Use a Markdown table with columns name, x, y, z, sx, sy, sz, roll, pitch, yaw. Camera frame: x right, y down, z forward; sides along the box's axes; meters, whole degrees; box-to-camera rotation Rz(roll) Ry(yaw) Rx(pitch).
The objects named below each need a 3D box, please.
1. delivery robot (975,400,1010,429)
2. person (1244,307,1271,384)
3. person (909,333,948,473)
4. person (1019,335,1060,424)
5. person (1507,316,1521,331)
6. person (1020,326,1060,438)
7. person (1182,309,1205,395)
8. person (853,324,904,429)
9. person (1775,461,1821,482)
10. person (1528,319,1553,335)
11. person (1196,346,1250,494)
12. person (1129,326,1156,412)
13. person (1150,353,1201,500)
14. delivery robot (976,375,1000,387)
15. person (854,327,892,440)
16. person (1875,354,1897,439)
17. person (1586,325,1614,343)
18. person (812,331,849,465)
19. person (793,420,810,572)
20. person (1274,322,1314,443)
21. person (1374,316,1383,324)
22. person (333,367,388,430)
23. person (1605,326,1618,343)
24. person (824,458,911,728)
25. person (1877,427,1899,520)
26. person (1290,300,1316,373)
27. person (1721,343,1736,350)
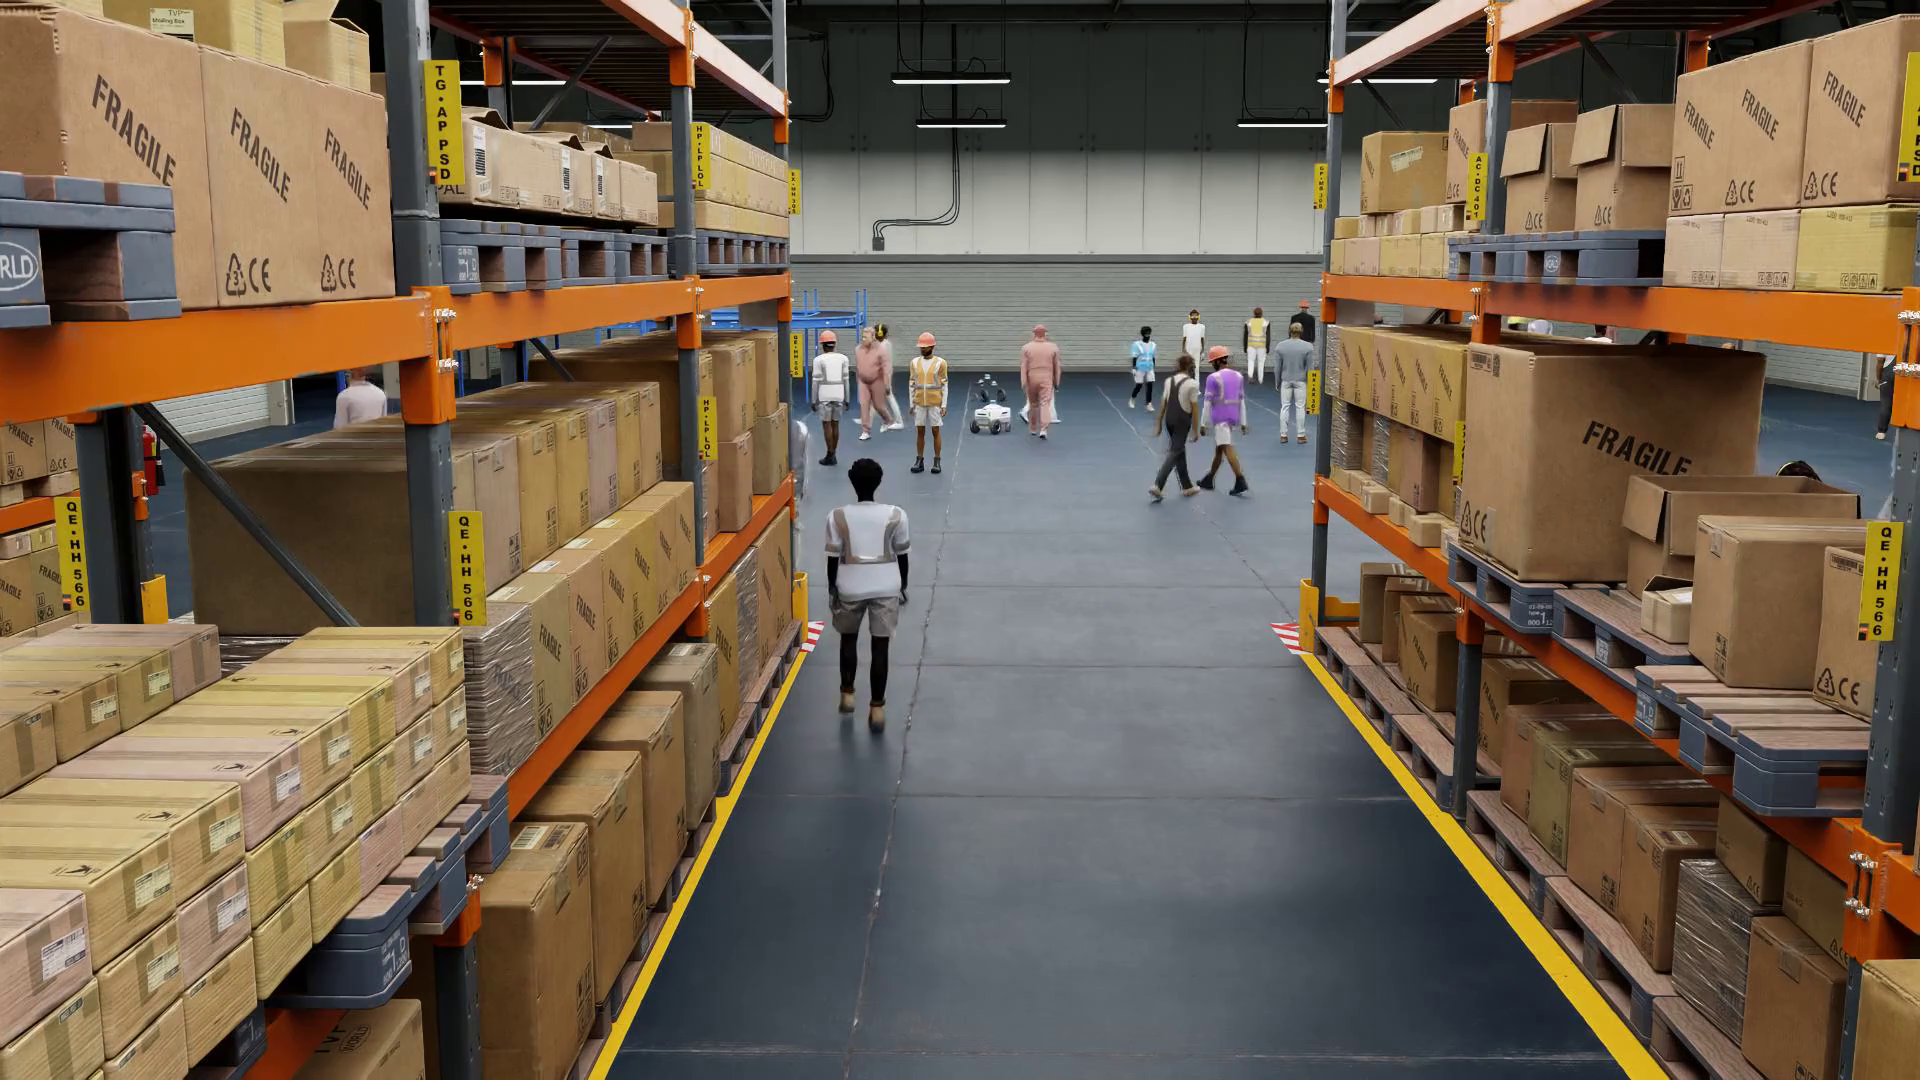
| name | x | y | z | sx | sy | sz | roll | pitch | yaw |
| --- | --- | --- | --- | --- | --- | --- | --- | --- | --- |
| delivery robot | 0.562 | -2.149 | 28.504 | 0.477 | 0.478 | 0.707 | 6 | 11 | 33 |
| person | 7.144 | -4.673 | 39.963 | 0.636 | 1.839 | 0.500 | 3 | 10 | 16 |
| person | -0.450 | -1.901 | 23.044 | 0.553 | 1.934 | 0.364 | 3 | 10 | 17 |
| person | 1.434 | -2.899 | 29.998 | 0.715 | 1.606 | 0.514 | -8 | 13 | -41 |
| person | 10.843 | -3.446 | 32.429 | 0.892 | 1.894 | 0.594 | 9 | 13 | 43 |
| person | 1.334 | -2.637 | 27.701 | 0.656 | 1.856 | 1.024 | 0 | 9 | 1 |
| person | 5.137 | -4.134 | 36.615 | 0.508 | 1.872 | 0.328 | 0 | 9 | 0 |
| person | -1.421 | -2.849 | 29.046 | 0.956 | 1.820 | 0.535 | 1 | 10 | 6 |
| person | 4.374 | 0.506 | 8.823 | 0.521 | 1.874 | 0.328 | 1 | 10 | 5 |
| person | 13.730 | -4.591 | 39.463 | 0.603 | 1.830 | 0.404 | 1 | 10 | 5 |
| person | 3.362 | -1.527 | 21.069 | 0.563 | 1.862 | 1.082 | -6 | 11 | -31 |
| person | 3.570 | -3.337 | 32.384 | 0.543 | 1.674 | 0.580 | -4 | 10 | -24 |
| person | 2.645 | -1.400 | 20.509 | 0.940 | 1.804 | 0.566 | -8 | 12 | -39 |
| delivery robot | 0.583 | -3.363 | 34.999 | 0.335 | 0.223 | 0.698 | -6 | 11 | -30 |
| person | -1.405 | -2.613 | 27.584 | 0.654 | 1.862 | 0.813 | 4 | 10 | 22 |
| person | 15.448 | -2.659 | 27.399 | 0.689 | 2.000 | 0.538 | 4 | 10 | 23 |
| person | 11.026 | -2.855 | 28.815 | 0.374 | 1.916 | 0.596 | -8 | 12 | -39 |
| person | -1.870 | -2.052 | 23.998 | 0.555 | 1.920 | 0.453 | -4 | 10 | -24 |
| person | -1.638 | -0.460 | 14.805 | 0.595 | 1.805 | 0.705 | -5 | 11 | -28 |
| person | 5.397 | -2.541 | 26.866 | 0.636 | 1.938 | 0.358 | 4 | 10 | 21 |
| person | 8.663 | -3.755 | 34.581 | 0.645 | 1.802 | 0.961 | 1 | 10 | 6 |
| person | -6.505 | -1.020 | 18.019 | 0.980 | 1.859 | 0.659 | 4 | 10 | 23 |
| person | 15.756 | -4.733 | 40.536 | 0.523 | 1.762 | 0.328 | 6 | 11 | 34 |
| person | -0.577 | 0.316 | 10.529 | 0.546 | 1.675 | 0.650 | 0 | 9 | -2 |
| person | 8.216 | -0.465 | 14.484 | 0.635 | 1.911 | 0.997 | -5 | 11 | -27 |
| person | 8.461 | -4.936 | 41.077 | 0.637 | 1.983 | 0.542 | 2 | 10 | 14 |
| person | 12.092 | -2.296 | 26.313 | 0.507 | 1.633 | 0.278 | -6 | 11 | -33 |
